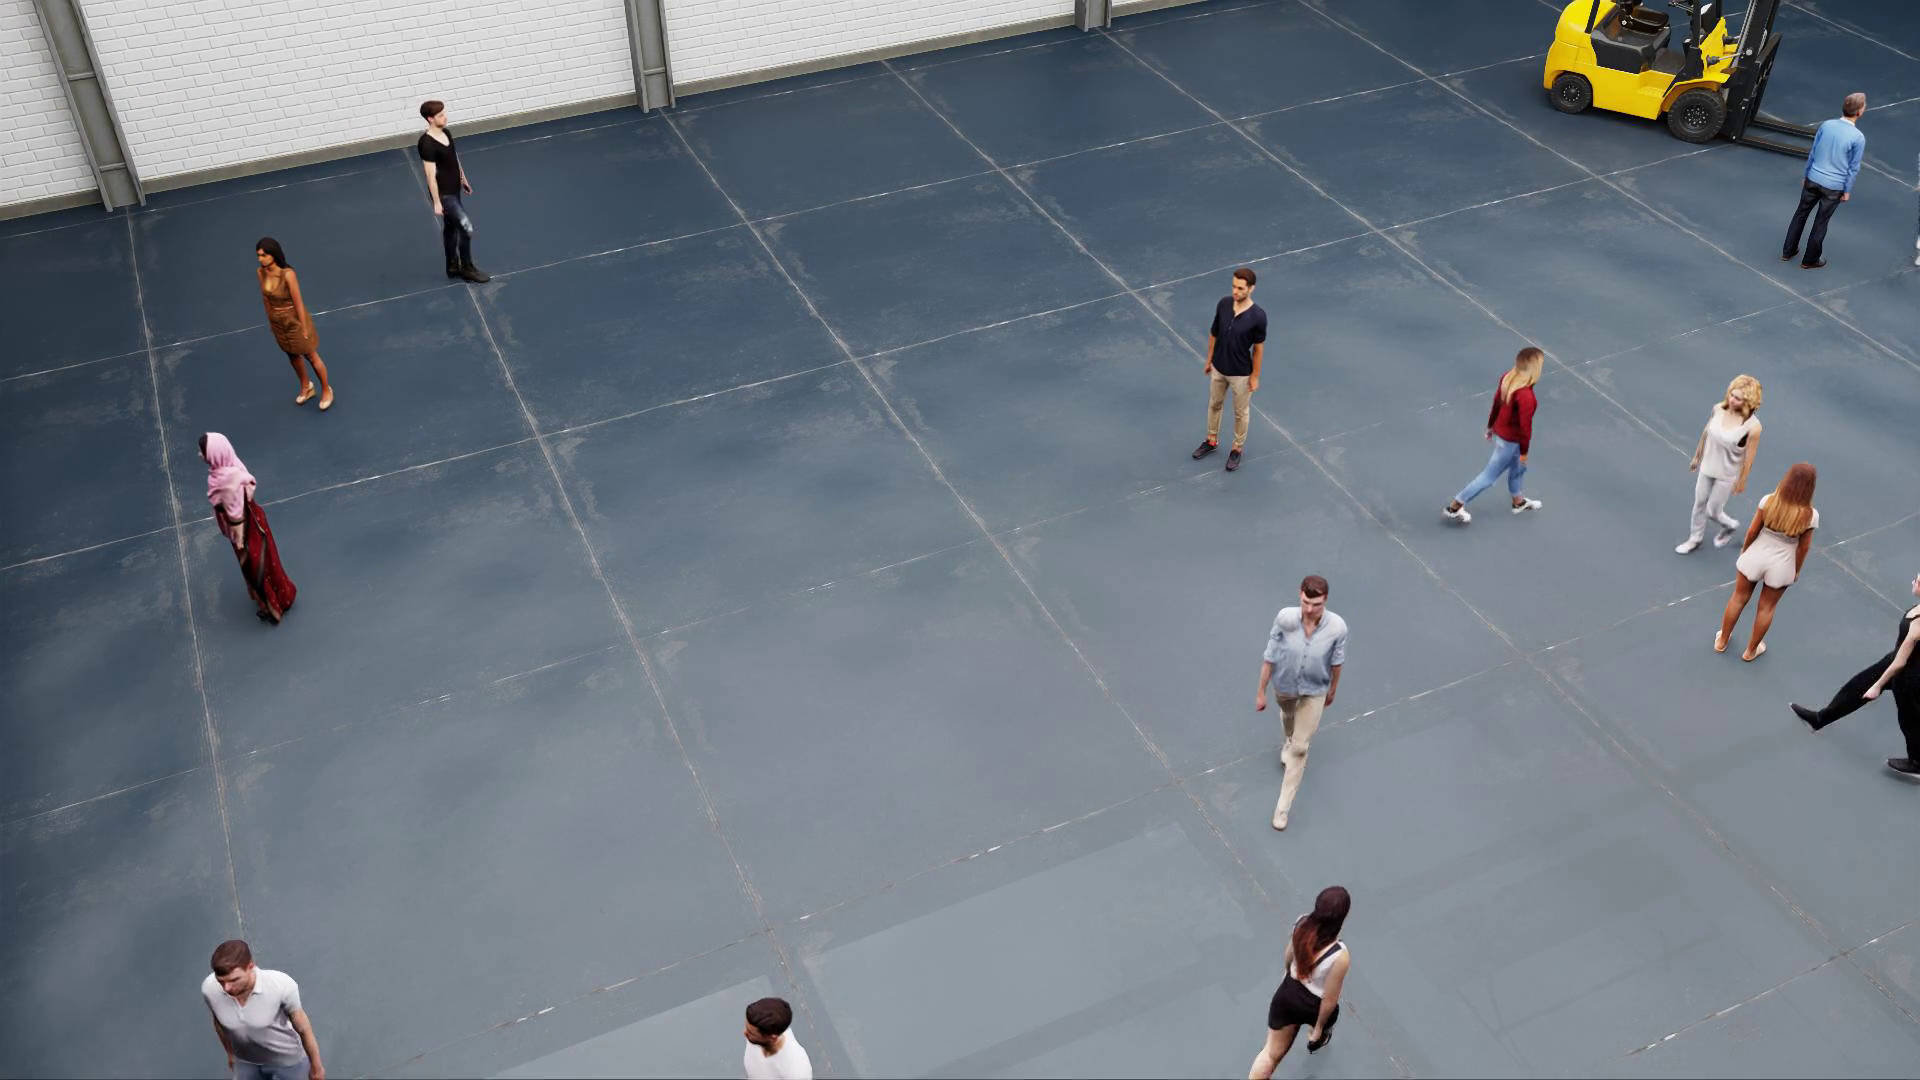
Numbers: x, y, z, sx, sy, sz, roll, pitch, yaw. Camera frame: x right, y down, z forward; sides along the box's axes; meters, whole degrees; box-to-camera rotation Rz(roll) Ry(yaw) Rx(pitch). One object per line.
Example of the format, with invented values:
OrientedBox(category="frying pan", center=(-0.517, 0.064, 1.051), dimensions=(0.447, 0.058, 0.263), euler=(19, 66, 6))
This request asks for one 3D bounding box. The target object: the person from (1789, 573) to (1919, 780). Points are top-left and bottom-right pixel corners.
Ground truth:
OrientedBox(category="person", center=(6.394, 0.935, 11.029), dimensions=(1.104, 1.680, 1.184), euler=(21, 43, 25))

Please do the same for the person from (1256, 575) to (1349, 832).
OrientedBox(category="person", center=(2.250, 0.913, 10.965), dimensions=(1.195, 1.795, 1.250), euler=(13, 40, 15))

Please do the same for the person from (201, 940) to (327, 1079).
OrientedBox(category="person", center=(-3.595, 2.642, 8.762), dimensions=(0.718, 1.842, 0.844), euler=(-1, 39, -1))

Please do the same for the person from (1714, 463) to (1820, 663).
OrientedBox(category="person", center=(5.829, 0.156, 11.992), dimensions=(0.661, 1.696, 0.685), euler=(24, 44, 27))

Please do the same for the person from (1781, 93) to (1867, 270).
OrientedBox(category="person", center=(8.653, -3.597, 16.594), dimensions=(0.613, 1.818, 0.694), euler=(-23, 44, -26))

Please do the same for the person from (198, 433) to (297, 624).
OrientedBox(category="person", center=(-5.329, -0.132, 12.404), dimensions=(0.600, 1.632, 0.675), euler=(-15, 41, -18))

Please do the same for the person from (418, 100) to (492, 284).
OrientedBox(category="person", center=(-5.115, -3.410, 16.305), dimensions=(0.897, 1.886, 0.857), euler=(3, 39, 4))

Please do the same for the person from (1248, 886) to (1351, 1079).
OrientedBox(category="person", center=(1.823, 2.594, 9.031), dimensions=(1.222, 1.583, 0.848), euler=(-29, 47, -31))

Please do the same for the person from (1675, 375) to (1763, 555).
OrientedBox(category="person", center=(5.990, -0.577, 12.938), dimensions=(0.704, 1.661, 0.603), euler=(-15, 41, -18))

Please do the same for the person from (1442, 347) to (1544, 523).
OrientedBox(category="person", center=(4.299, -0.787, 13.255), dimensions=(1.179, 1.594, 0.861), euler=(-4, 39, -5))

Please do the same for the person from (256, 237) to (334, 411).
OrientedBox(category="person", center=(-5.853, -1.897, 14.573), dimensions=(0.631, 1.684, 0.686), euler=(14, 41, 17))

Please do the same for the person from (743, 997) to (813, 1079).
OrientedBox(category="person", center=(-0.896, 2.899, 8.434), dimensions=(0.597, 1.850, 0.706), euler=(-23, 44, -26))

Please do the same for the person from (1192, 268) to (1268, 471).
OrientedBox(category="person", center=(2.284, -1.445, 13.866), dimensions=(0.714, 1.859, 0.697), euler=(26, 45, 28))
